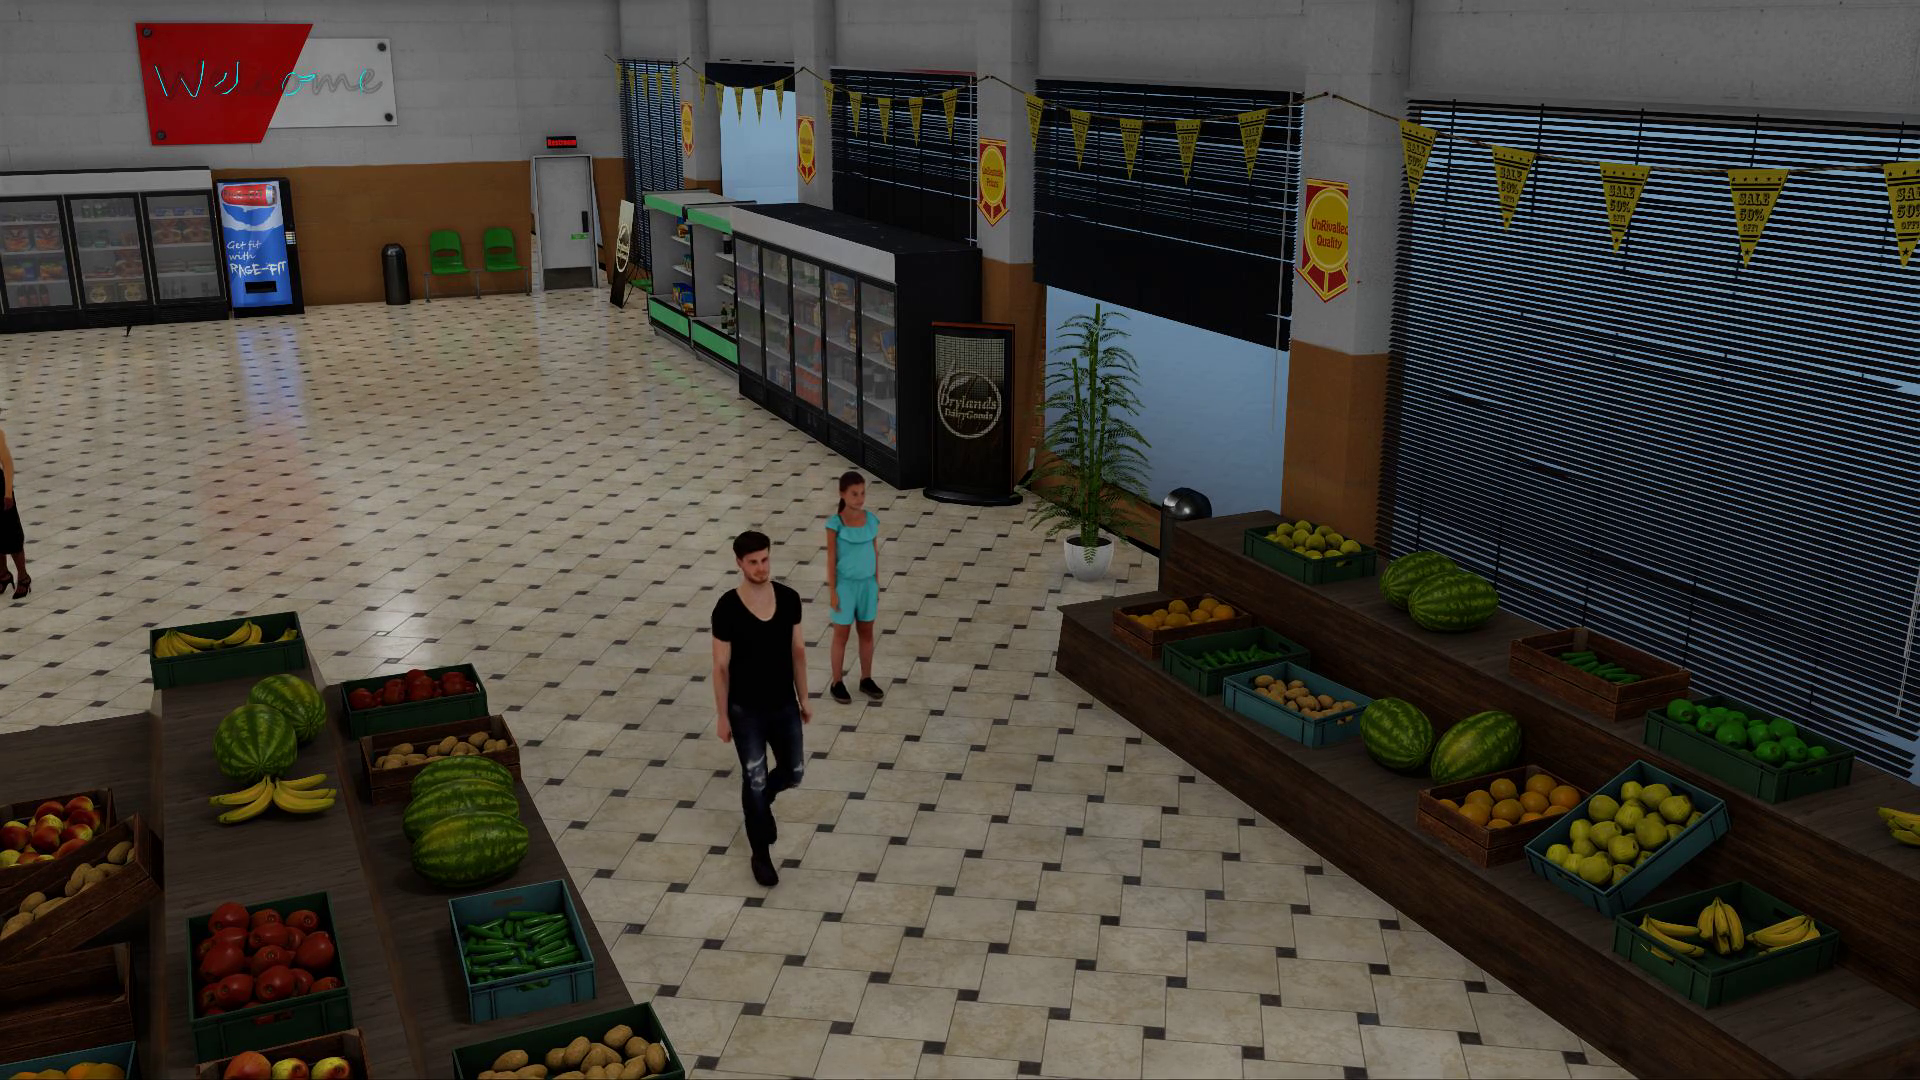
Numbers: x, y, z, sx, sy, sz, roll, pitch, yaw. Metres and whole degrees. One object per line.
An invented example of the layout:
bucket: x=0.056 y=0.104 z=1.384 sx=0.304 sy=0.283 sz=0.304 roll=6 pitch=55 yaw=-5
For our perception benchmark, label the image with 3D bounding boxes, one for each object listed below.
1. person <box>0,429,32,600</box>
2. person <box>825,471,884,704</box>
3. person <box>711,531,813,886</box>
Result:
person: x=-7.533 y=-0.351 z=12.975 sx=0.667 sy=1.654 sz=0.731 roll=7 pitch=18 yaw=21
person: x=-0.708 y=0.296 z=11.009 sx=0.544 sy=1.559 sz=0.540 roll=-8 pitch=19 yaw=-25
person: x=-1.062 y=0.832 z=8.680 sx=0.702 sy=1.886 sz=0.827 roll=-9 pitch=19 yaw=-27
